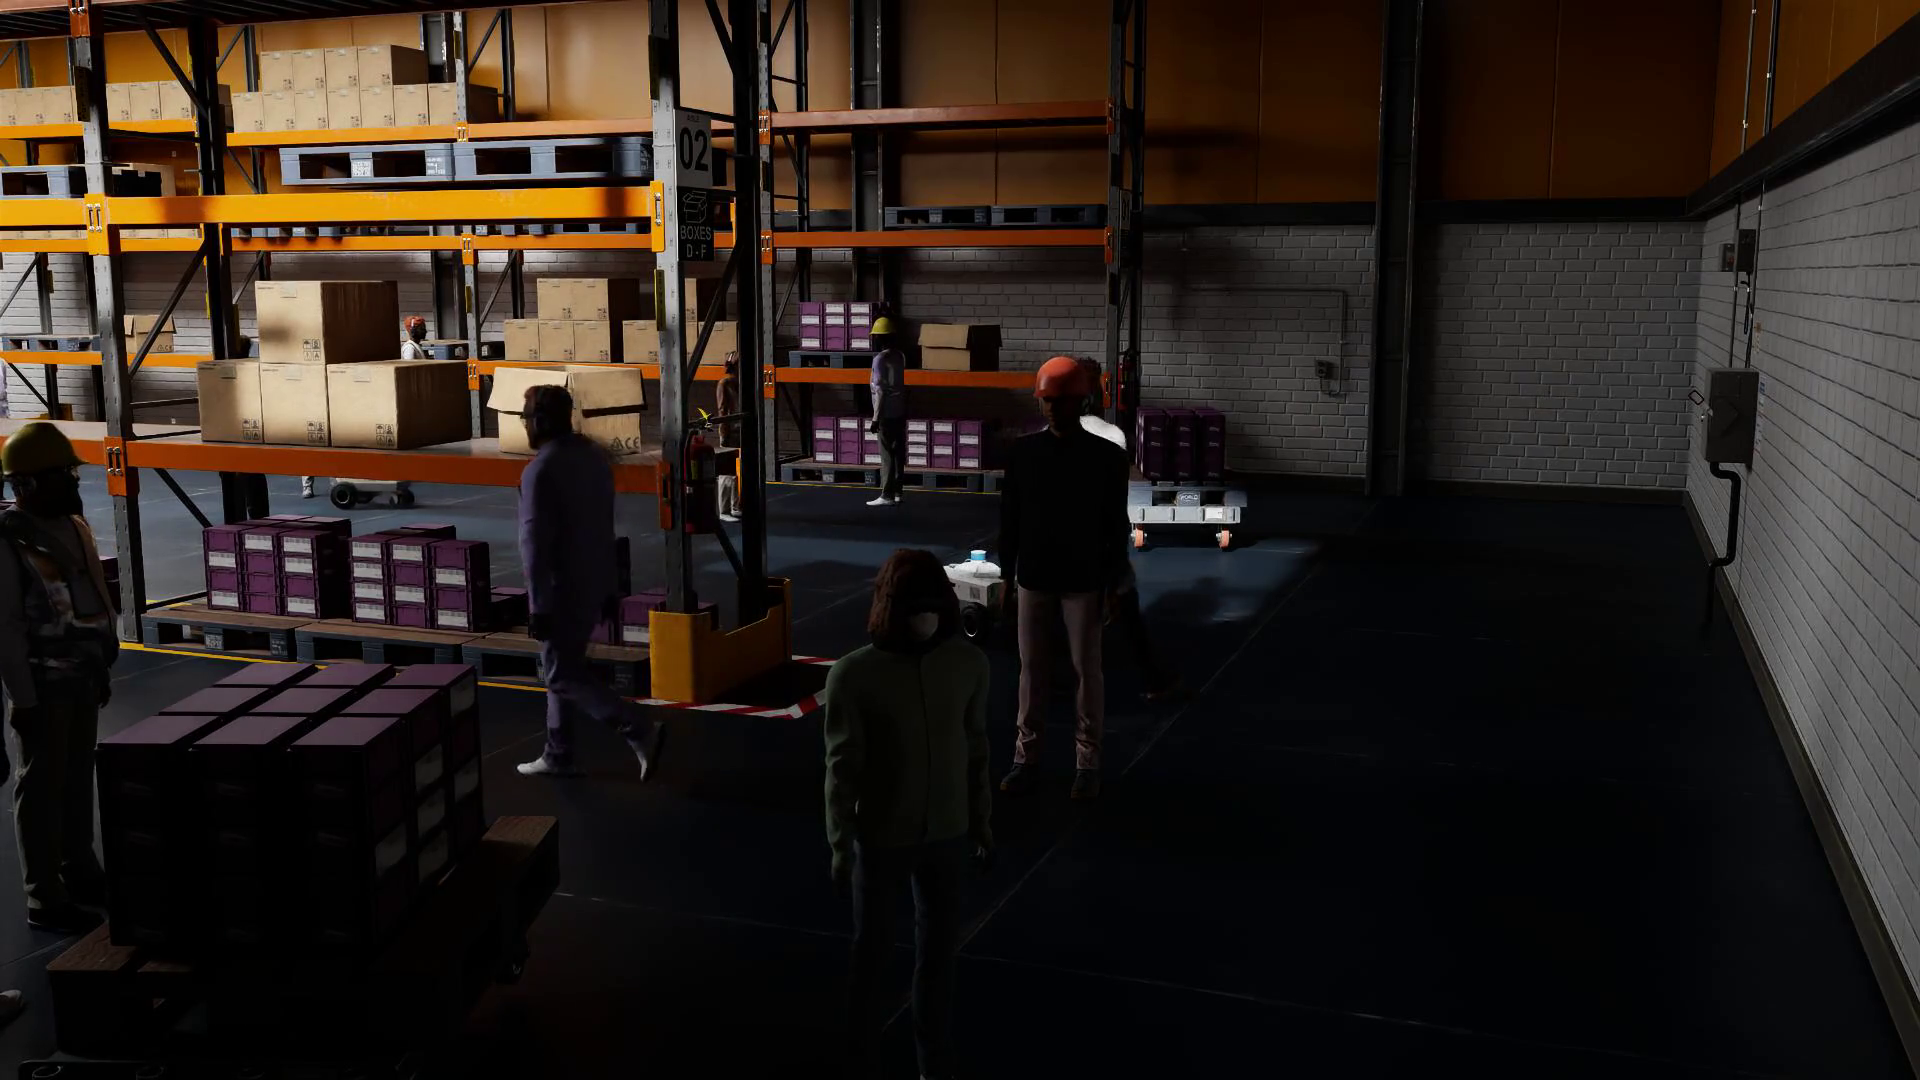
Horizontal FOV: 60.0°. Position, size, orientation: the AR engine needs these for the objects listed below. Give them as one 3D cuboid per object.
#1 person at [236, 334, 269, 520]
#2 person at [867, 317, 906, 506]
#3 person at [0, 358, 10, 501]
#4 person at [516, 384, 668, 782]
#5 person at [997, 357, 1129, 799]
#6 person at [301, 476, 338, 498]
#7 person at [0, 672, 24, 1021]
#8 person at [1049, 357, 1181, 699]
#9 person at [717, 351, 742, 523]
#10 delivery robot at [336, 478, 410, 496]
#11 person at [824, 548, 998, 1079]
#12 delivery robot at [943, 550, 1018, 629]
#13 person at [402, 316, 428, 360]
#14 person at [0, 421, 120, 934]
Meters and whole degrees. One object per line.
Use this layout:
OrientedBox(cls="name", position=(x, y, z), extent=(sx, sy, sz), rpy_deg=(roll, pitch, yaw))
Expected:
OrientedBox(cls="person", position=(-6.386, -0.923, 14.866), extent=(0.331, 1.843, 0.520), rpy_deg=(-1, 9, -9))
OrientedBox(cls="person", position=(-0.759, -1.307, 17.018), extent=(0.369, 1.927, 0.588), rpy_deg=(3, 10, 19))
OrientedBox(cls="person", position=(-9.297, -1.137, 15.921), extent=(0.356, 1.937, 0.552), rpy_deg=(3, 9, 16))
OrientedBox(cls="person", position=(-1.718, 0.223, 7.590), extent=(0.768, 1.878, 0.652), rpy_deg=(2, 9, 15))
OrientedBox(cls="person", position=(0.454, 0.173, 7.518), extent=(0.608, 1.995, 0.376), rpy_deg=(3, 10, 20))
OrientedBox(cls="person", position=(-6.797, -1.413, 17.652), extent=(0.602, 1.939, 0.397), rpy_deg=(-4, 10, -24))
OrientedBox(cls="person", position=(-3.227, 0.602, 5.059), extent=(0.597, 1.918, 0.382), rpy_deg=(-2, 9, -10))
OrientedBox(cls="person", position=(0.789, -0.062, 9.273), extent=(0.757, 1.905, 0.660), rpy_deg=(-7, 11, -36))
OrientedBox(cls="person", position=(-2.149, -0.995, 15.961), extent=(0.312, 1.639, 0.518), rpy_deg=(4, 10, 25))
OrientedBox(cls="delivery robot", position=(-5.949, -0.650, 16.893), extent=(0.707, 0.478, 0.477), rpy_deg=(1, 9, 4))
OrientedBox(cls="person", position=(-0.129, 0.826, 4.542), extent=(0.509, 1.632, 0.268), rpy_deg=(-5, 10, -29))
OrientedBox(cls="delivery robot", position=(0.119, 0.311, 10.861), extent=(0.477, 0.478, 0.707), rpy_deg=(-7, 11, -37))
OrientedBox(cls="person", position=(-6.332, -1.667, 19.413), extent=(0.340, 1.882, 0.586), rpy_deg=(-2, 9, -12))
OrientedBox(cls="person", position=(-3.267, 0.489, 6.029), extent=(0.403, 1.837, 0.591), rpy_deg=(0, 9, -3))
